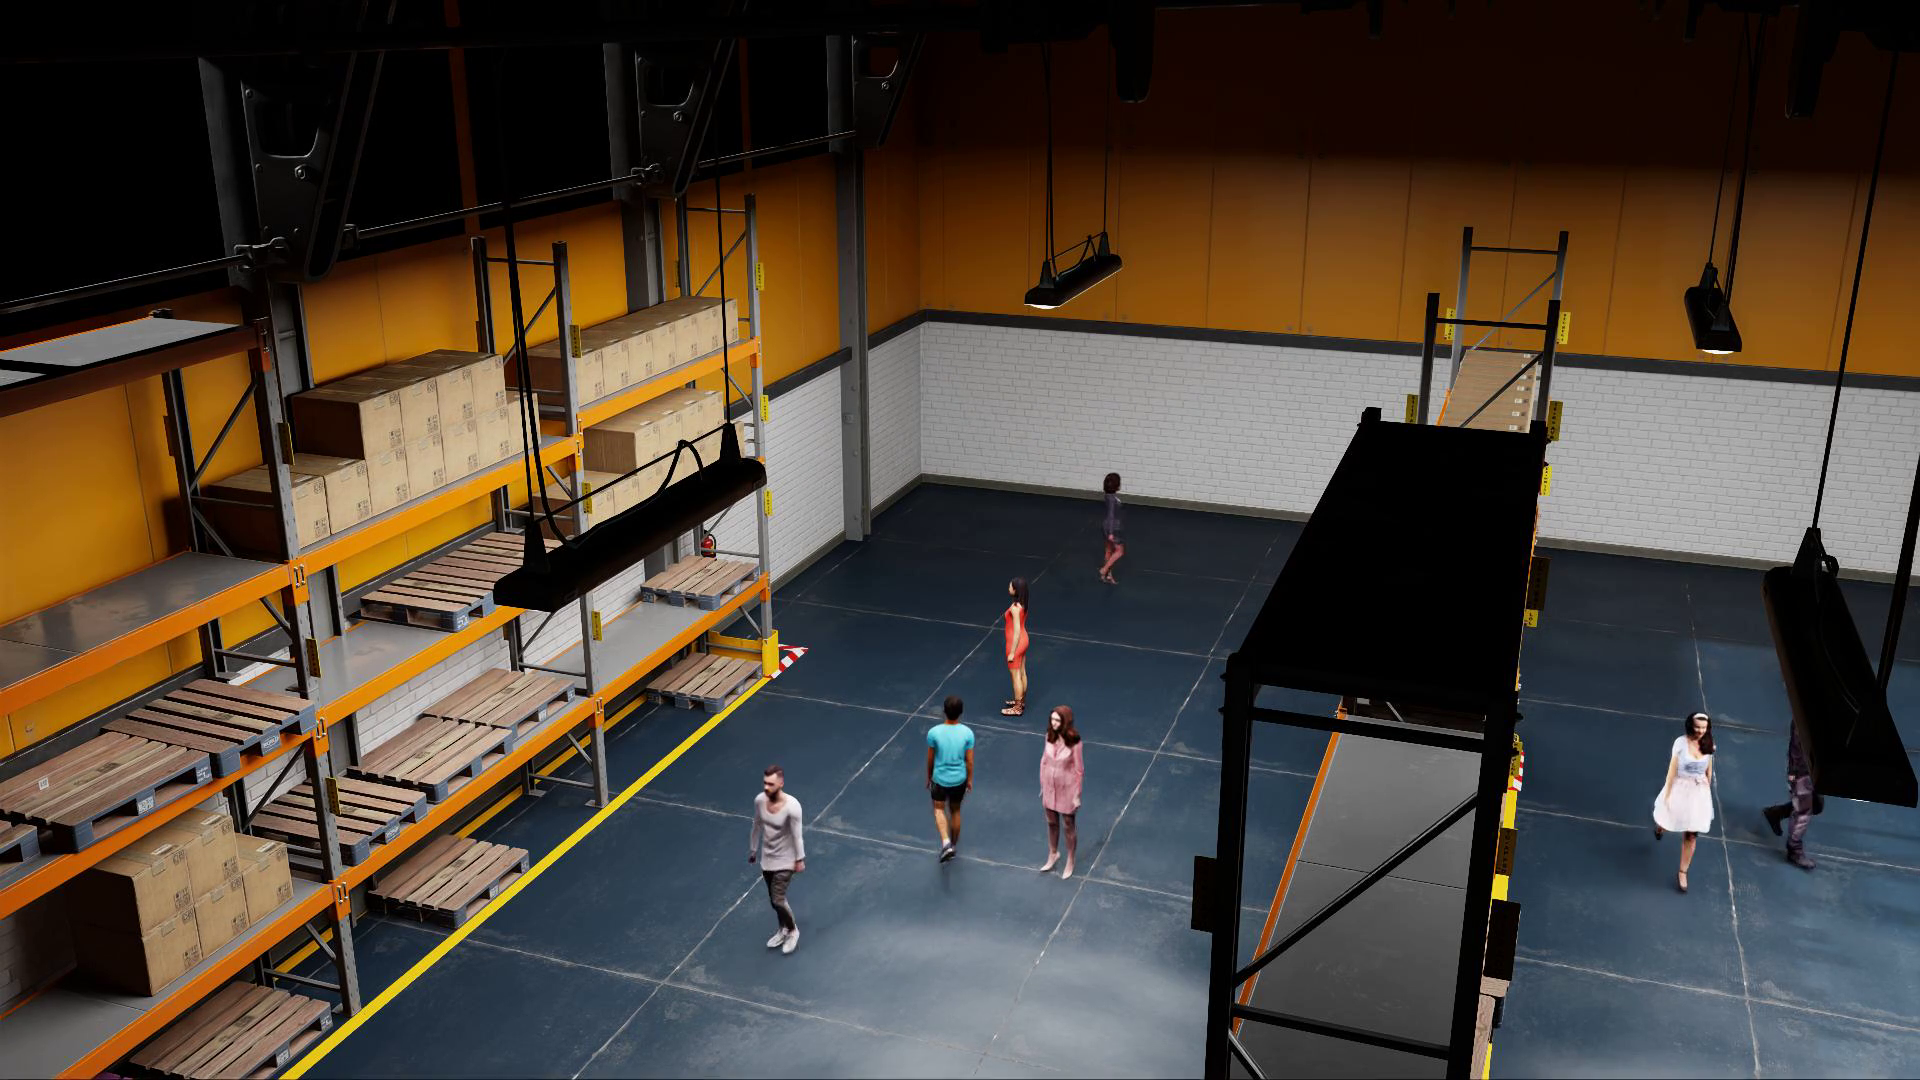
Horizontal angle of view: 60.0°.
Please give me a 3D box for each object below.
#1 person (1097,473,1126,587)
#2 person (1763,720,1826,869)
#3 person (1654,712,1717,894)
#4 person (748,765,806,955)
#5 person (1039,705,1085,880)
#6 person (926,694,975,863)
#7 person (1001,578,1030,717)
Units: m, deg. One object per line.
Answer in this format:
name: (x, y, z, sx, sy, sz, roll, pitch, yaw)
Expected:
person: (2.108, -0.131, 23.952, 0.795, 1.689, 0.680, -1, 19, -3)
person: (8.346, 2.276, 16.488, 1.056, 1.891, 1.094, -10, 21, -27)
person: (6.988, 2.459, 16.092, 0.834, 1.797, 1.132, 2, 19, 5)
person: (-1.585, 2.817, 14.979, 0.752, 1.828, 0.721, 14, 23, 36)
person: (0.995, 2.431, 16.168, 0.675, 1.801, 0.621, 14, 23, 35)
person: (-0.091, 2.396, 16.336, 0.834, 1.761, 0.951, -2, 19, -6)
person: (0.681, 1.257, 19.784, 0.659, 1.719, 0.464, 5, 19, 15)
